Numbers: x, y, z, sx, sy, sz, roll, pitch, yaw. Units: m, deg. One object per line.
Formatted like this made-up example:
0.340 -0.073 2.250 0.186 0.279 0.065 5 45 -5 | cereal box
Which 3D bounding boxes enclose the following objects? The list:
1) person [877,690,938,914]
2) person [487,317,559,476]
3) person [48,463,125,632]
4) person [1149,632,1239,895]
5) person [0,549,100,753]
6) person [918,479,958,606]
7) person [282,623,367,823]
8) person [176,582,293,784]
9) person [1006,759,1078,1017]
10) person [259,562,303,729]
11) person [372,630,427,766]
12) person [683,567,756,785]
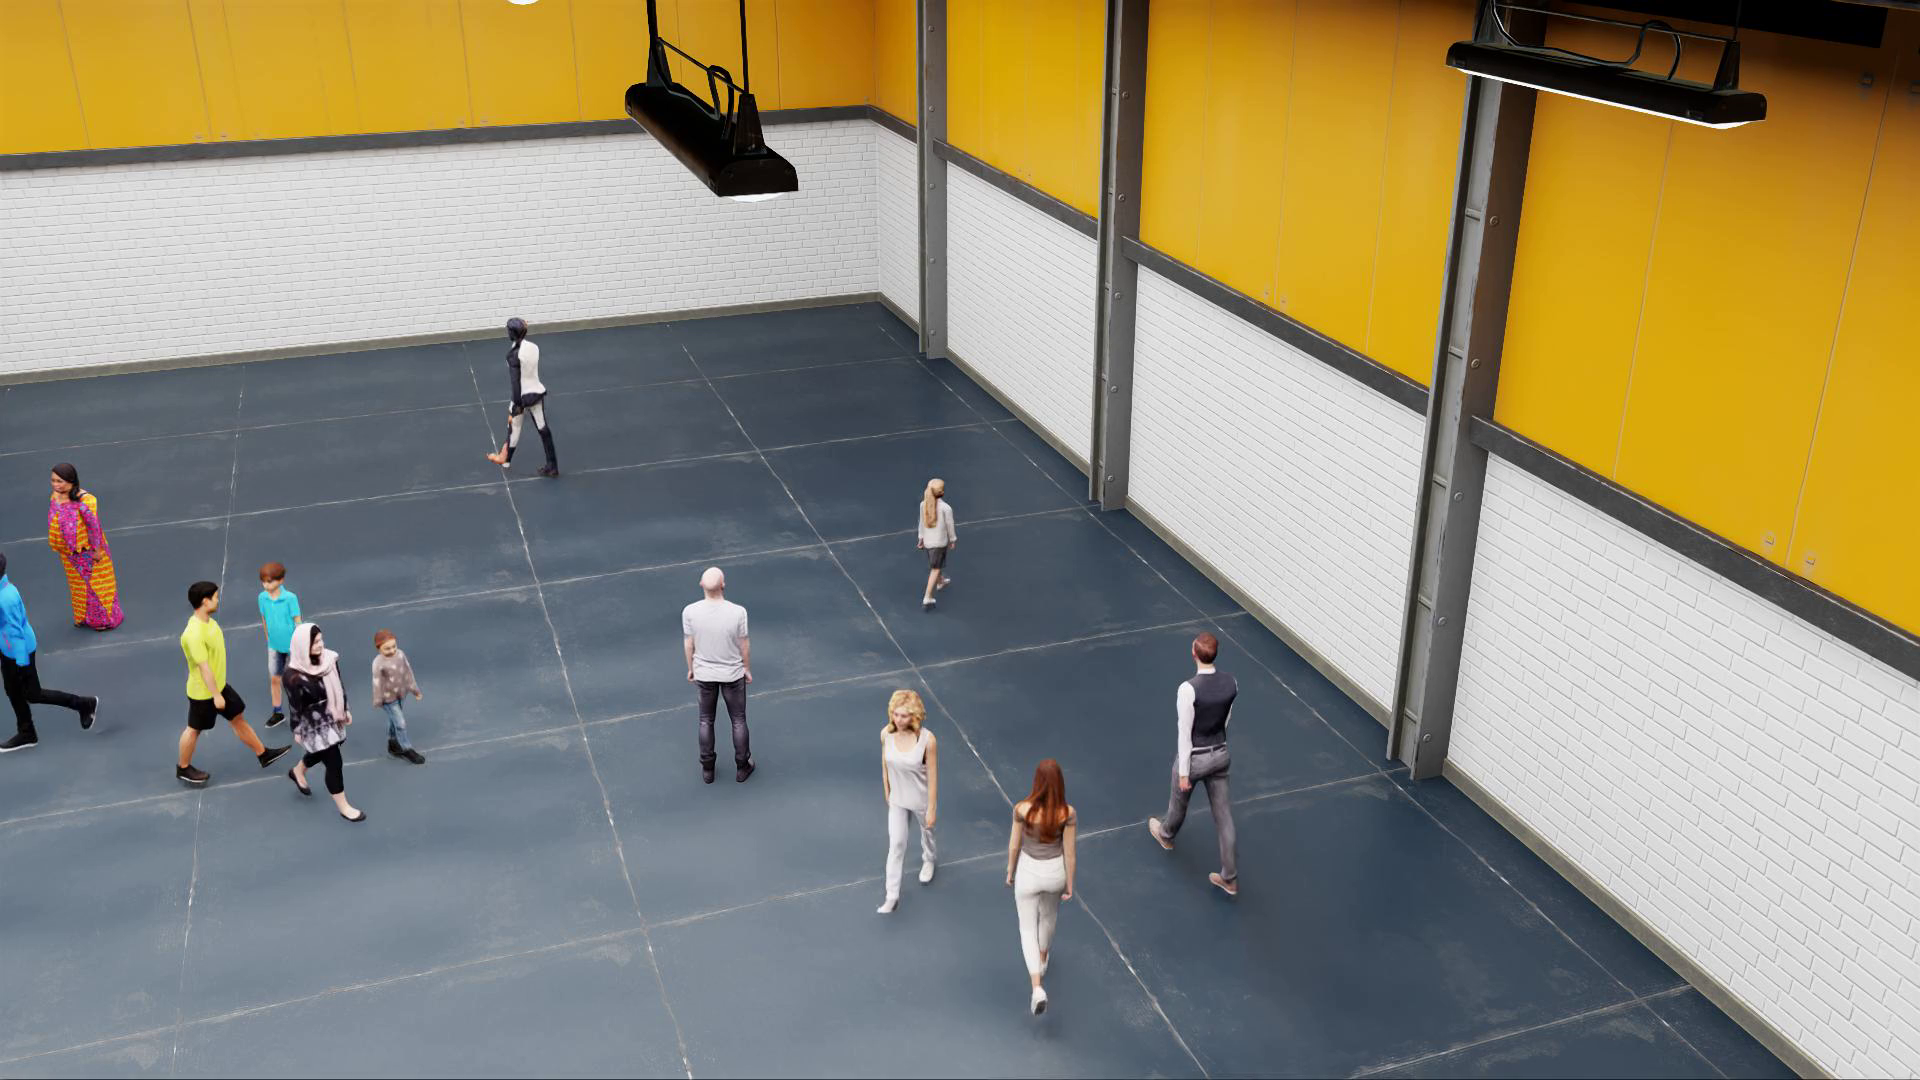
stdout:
-0.293 1.771 11.715 1.019 1.627 1.142 8 25 17 | person
-4.910 -1.610 19.171 1.237 1.850 1.178 10 26 22 | person
-8.260 0.037 15.614 0.777 1.681 0.833 9 25 20 | person
1.774 1.611 11.758 0.713 1.885 1.219 -10 25 -21 | person
-7.571 0.887 13.551 0.896 1.776 1.027 -18 29 -35 | person
-0.259 0.036 16.160 0.888 1.247 0.910 13 27 27 | person
-4.943 1.363 12.687 1.088 1.597 1.059 9 25 20 | person
-6.000 1.166 13.079 0.876 1.643 1.100 -3 24 -6 | person
0.514 2.215 10.610 0.799 1.699 1.128 -1 24 -3 | person
-5.686 0.825 14.124 0.719 1.430 0.875 1 24 2 | person
-4.637 1.240 13.497 0.746 1.172 0.678 12 26 25 | person
-1.899 1.059 13.087 0.737 1.832 0.698 0 24 0 | person
